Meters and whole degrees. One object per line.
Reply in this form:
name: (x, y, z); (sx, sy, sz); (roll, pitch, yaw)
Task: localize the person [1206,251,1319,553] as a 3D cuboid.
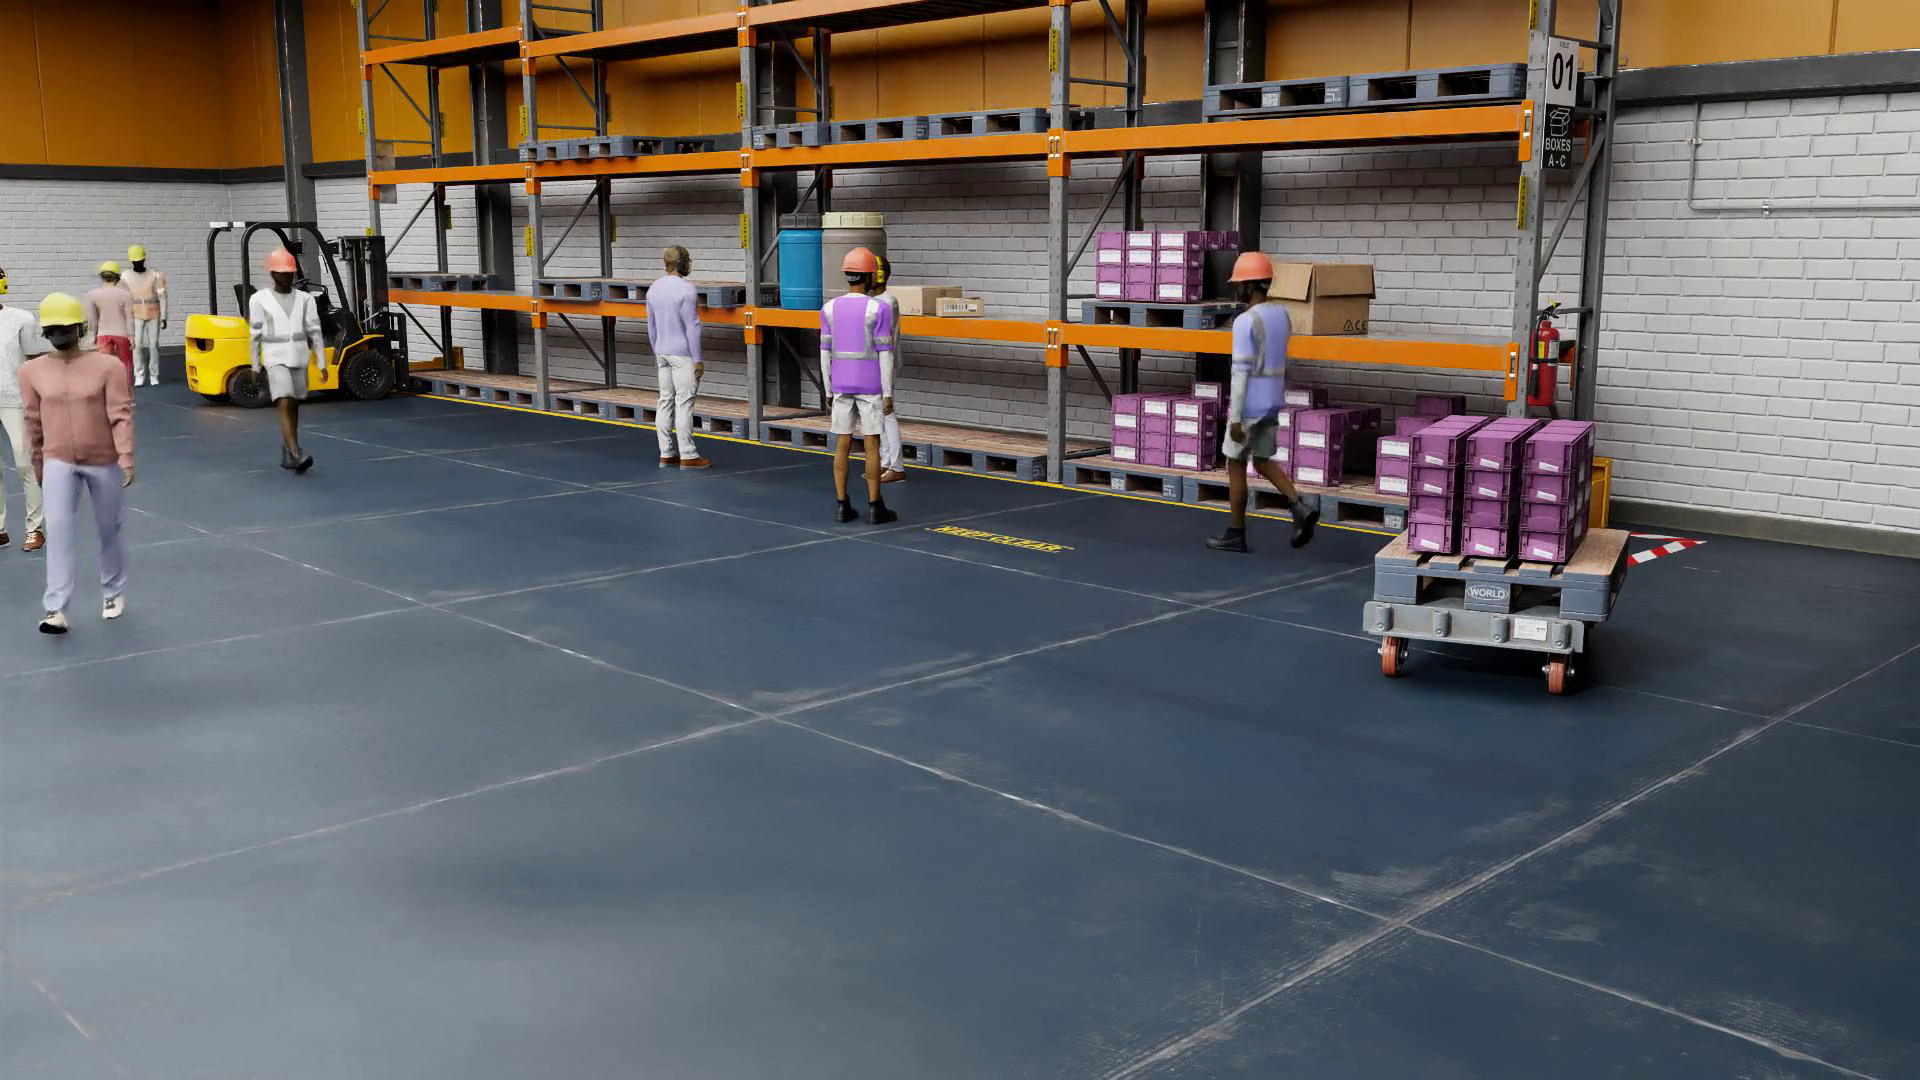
person: (1.905, -0.845, 10.467); (0.567, 1.921, 0.687); (-10, 14, -44)

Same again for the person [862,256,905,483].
person: (-0.641, -1.401, 13.698); (0.331, 1.860, 0.529); (-3, 11, -14)

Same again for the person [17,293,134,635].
person: (-4.503, -0.384, 8.502); (0.531, 1.726, 0.893); (-3, 11, -18)

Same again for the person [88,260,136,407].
person: (-9.836, -2.362, 19.270); (0.532, 1.735, 0.773); (-1, 10, -6)

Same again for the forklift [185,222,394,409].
forklift: (-8.169, -2.758, 20.163); (2.313, 2.155, 1.214); (-10, 14, -44)

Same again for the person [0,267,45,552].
person: (-6.136, -0.849, 10.643); (0.538, 1.869, 0.312); (-1, 10, -5)

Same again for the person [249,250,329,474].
person: (-5.677, -1.505, 14.153); (0.573, 1.888, 0.961); (-9, 14, -40)

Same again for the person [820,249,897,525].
person: (-0.705, -1.071, 11.698); (0.547, 1.925, 0.390); (4, 11, 23)

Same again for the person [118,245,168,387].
person: (-10.906, -2.981, 22.243); (0.594, 1.880, 0.862); (-5, 11, -23)

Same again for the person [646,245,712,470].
person: (-2.448, -1.579, 14.430); (0.627, 1.941, 0.370); (9, 14, 41)
